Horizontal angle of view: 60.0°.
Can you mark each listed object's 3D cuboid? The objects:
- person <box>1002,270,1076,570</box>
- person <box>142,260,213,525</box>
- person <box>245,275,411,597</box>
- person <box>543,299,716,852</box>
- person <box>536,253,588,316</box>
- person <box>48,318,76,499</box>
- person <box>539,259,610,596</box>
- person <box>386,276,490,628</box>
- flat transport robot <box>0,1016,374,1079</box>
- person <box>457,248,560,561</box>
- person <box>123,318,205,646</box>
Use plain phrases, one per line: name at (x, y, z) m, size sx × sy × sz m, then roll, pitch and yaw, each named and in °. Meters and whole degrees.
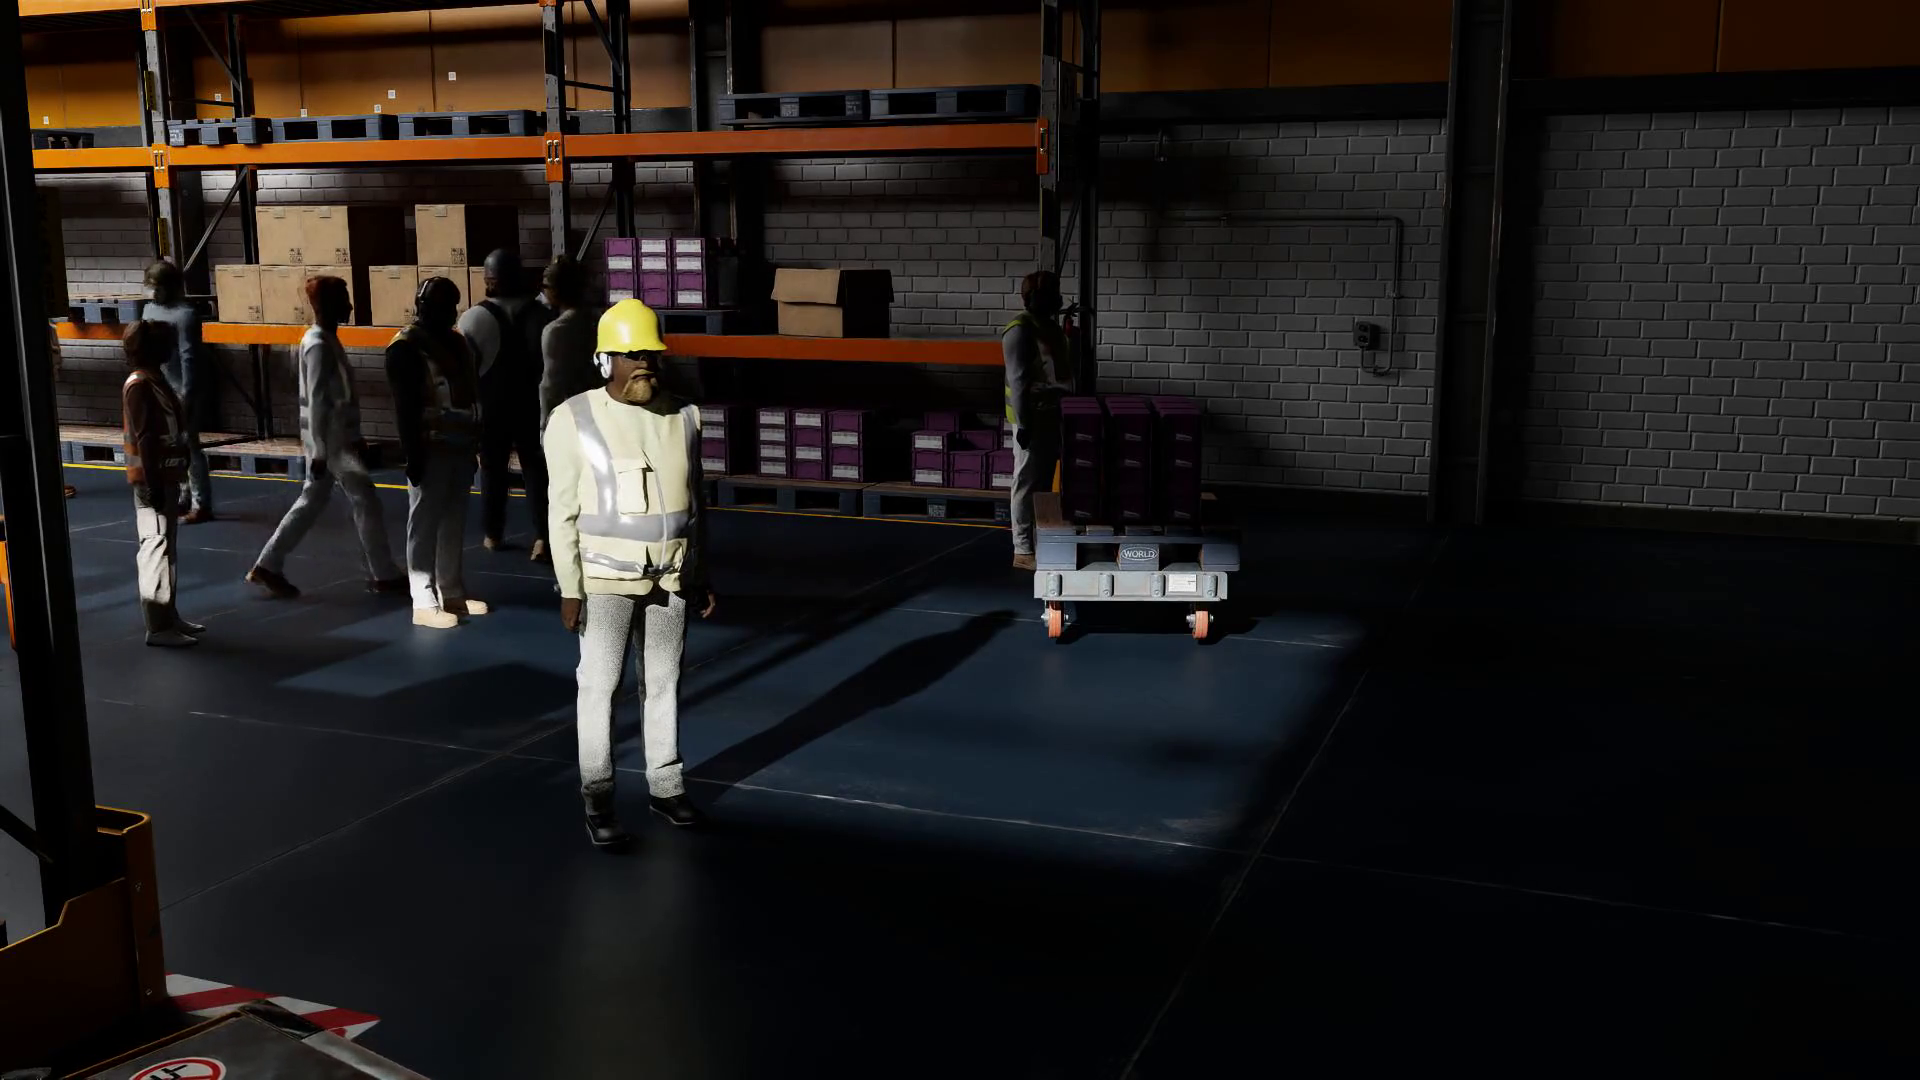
person at (0.503, -0.743, 10.351) m, size 0.429 × 1.846 × 0.626 m, roll 5°, pitch 11°, yaw 24°
person at (-5.587, -1.046, 11.896) m, size 0.710 × 1.895 × 0.479 m, roll 8°, pitch 13°, yaw 39°
person at (-3.608, -0.573, 9.410) m, size 0.957 × 1.848 × 0.571 m, roll -4°, pitch 11°, yaw -21°
person at (-1.087, 0.112, 5.614) m, size 0.589 × 1.834 × 0.403 m, roll -8°, pitch 13°, yaw -39°
person at (-2.937, -1.163, 12.424) m, size 0.372 × 1.940 × 0.632 m, roll 4°, pitch 11°, yaw 20°
person at (-7.259, -1.263, 13.135) m, size 0.360 × 1.884 × 0.574 m, roll -4°, pitch 11°, yaw -22°
person at (-2.188, -0.619, 9.439) m, size 0.426 × 1.919 × 0.651 m, roll 2°, pitch 10°, yaw 13°
person at (-2.746, -0.469, 8.836) m, size 0.429 × 1.840 × 0.629 m, roll 3°, pitch 10°, yaw 14°
flat transport robot at (-1.393, 1.293, 3.390) m, size 1.431 × 0.197 × 0.652 m, roll 7°, pitch 13°, yaw 36°
person at (-2.844, -0.896, 10.650) m, size 0.689 × 2.000 × 0.991 m, roll -4°, pitch 11°, yaw -22°
person at (-4.034, -0.289, 8.375) m, size 0.305 × 1.645 × 0.522 m, roll -3°, pitch 11°, yaw -17°
